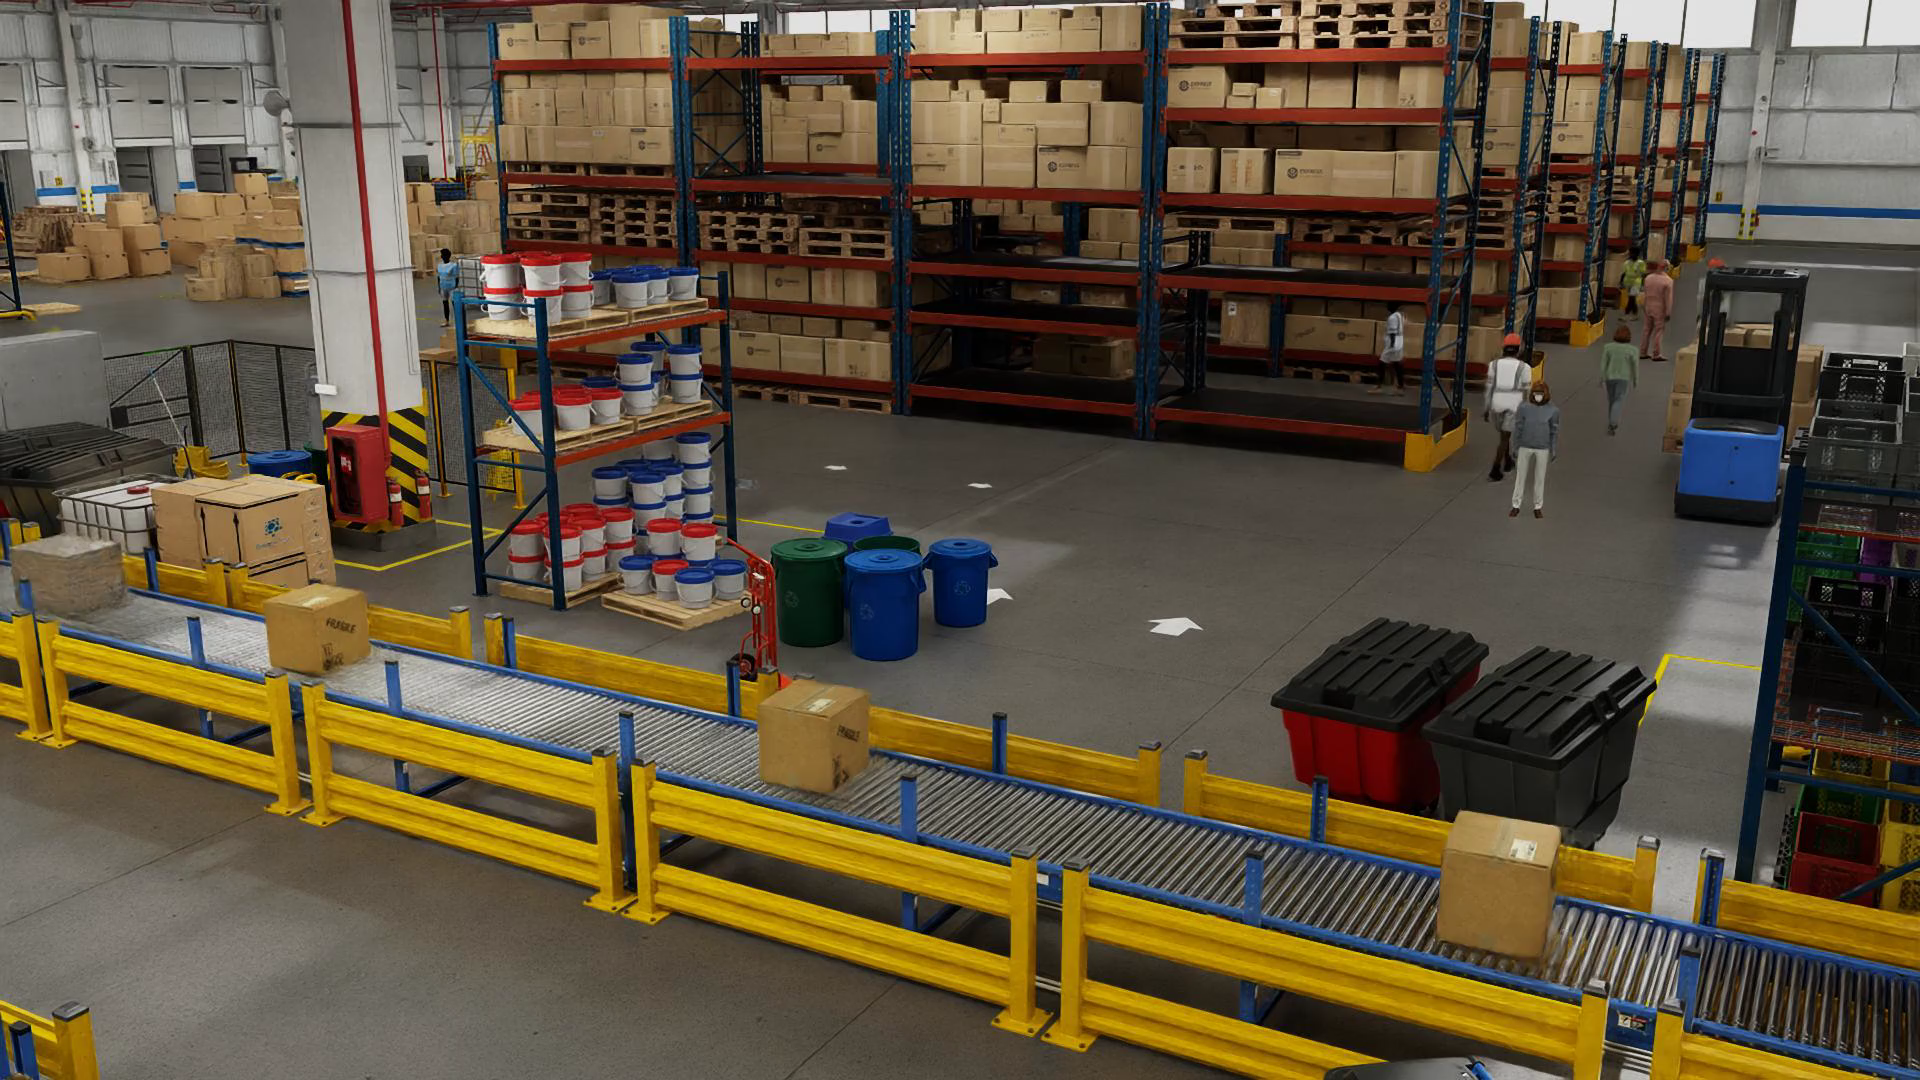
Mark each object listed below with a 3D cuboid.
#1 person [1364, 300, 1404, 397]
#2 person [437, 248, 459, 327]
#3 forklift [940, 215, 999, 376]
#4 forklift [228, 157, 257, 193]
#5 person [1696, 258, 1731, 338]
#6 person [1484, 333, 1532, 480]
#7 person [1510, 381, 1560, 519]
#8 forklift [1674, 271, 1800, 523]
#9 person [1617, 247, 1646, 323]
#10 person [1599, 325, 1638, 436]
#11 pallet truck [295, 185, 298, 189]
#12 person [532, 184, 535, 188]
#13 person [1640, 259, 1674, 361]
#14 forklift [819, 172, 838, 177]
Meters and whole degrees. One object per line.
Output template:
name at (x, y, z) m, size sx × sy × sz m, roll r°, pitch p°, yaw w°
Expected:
person at (7.041, -3.205, 27.456) m, size 0.745 × 1.661 × 0.547 m, roll 6°, pitch 16°, yaw 23°
person at (-10.982, -5.405, 35.688) m, size 0.537 × 1.696 × 0.317 m, roll 5°, pitch 16°, yaw 17°
forklift at (0.319, -4.249, 29.073) m, size 1.873 × 2.768 × 1.129 m, roll 8°, pitch 17°, yaw 28°
forklift at (-24.704, -11.836, 57.594) m, size 1.873 × 2.768 × 1.129 m, roll 8°, pitch 17°, yaw 28°
person at (13.592, -4.092, 30.154) m, size 0.968 × 2.000 × 0.632 m, roll -14°, pitch 20°, yaw -43°
person at (7.105, -1.737, 21.575) m, size 0.573 × 1.874 × 1.050 m, roll 11°, pitch 18°, yaw 35°
person at (6.726, -1.059, 19.467) m, size 0.500 × 1.633 × 0.286 m, roll 6°, pitch 16°, yaw 20°
forklift at (9.269, -1.763, 19.726) m, size 1.129 × 2.768 × 1.873 m, roll 8°, pitch 17°, yaw 27°
person at (14.720, -5.600, 36.501) m, size 0.882 × 1.641 × 0.544 m, roll -10°, pitch 18°, yaw -34°
person at (9.625, -2.343, 24.361) m, size 0.514 × 1.605 × 0.804 m, roll 10°, pitch 18°, yaw 34°
pallet truck at (-26.804, -14.617, 69.738) m, size 1.885 × 1.965 × 0.823 m, roll -14°, pitch 20°, yaw -42°
person at (-17.006, -13.485, 66.078) m, size 0.530 × 1.689 × 0.321 m, roll 2°, pitch 15°, yaw 9°
person at (13.084, -4.301, 31.155) m, size 0.400 × 1.901 × 0.642 m, roll -7°, pitch 16°, yaw -25°
forklift at (-4.902, -13.109, 62.379) m, size 1.873 × 2.768 × 1.129 m, roll -11°, pitch 18°, yaw -35°
